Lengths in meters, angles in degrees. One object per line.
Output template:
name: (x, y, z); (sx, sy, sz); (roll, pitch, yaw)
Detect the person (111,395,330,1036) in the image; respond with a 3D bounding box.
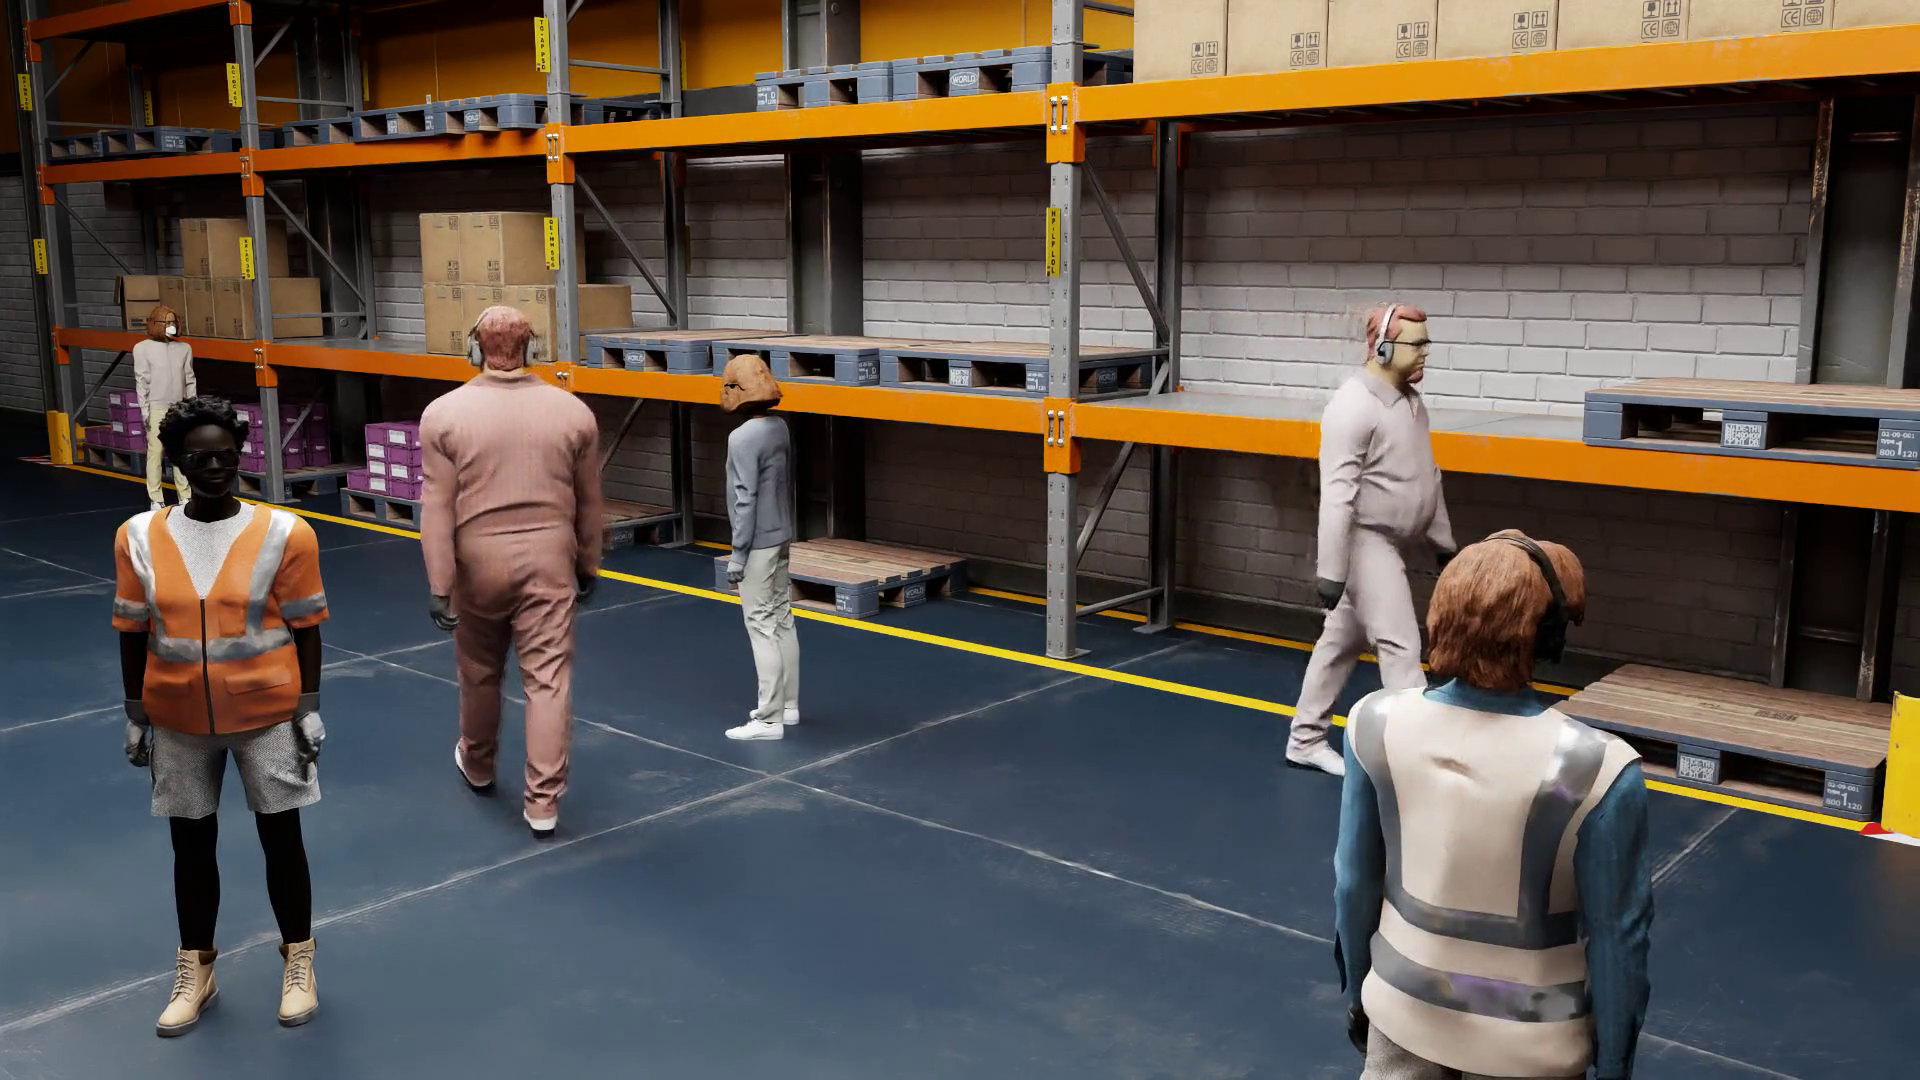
person: (-1.947, 0.464, 4.408); (0.539, 1.699, 0.317); (-2, 10, -9)

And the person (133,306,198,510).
person: (-6.224, -1.020, 13.071); (0.277, 1.629, 0.496); (6, 12, 33)

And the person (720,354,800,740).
person: (-0.860, 0.032, 7.057); (0.282, 1.631, 0.504); (3, 10, 15)

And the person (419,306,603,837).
person: (-1.646, 0.086, 6.091); (0.665, 1.857, 0.964); (-5, 11, -25)

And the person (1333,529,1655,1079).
person: (0.831, 0.800, 2.668); (0.516, 1.641, 0.308); (9, 13, 41)

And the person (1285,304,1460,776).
person: (1.674, 0.051, 6.282); (0.972, 1.857, 0.662); (6, 12, 31)
